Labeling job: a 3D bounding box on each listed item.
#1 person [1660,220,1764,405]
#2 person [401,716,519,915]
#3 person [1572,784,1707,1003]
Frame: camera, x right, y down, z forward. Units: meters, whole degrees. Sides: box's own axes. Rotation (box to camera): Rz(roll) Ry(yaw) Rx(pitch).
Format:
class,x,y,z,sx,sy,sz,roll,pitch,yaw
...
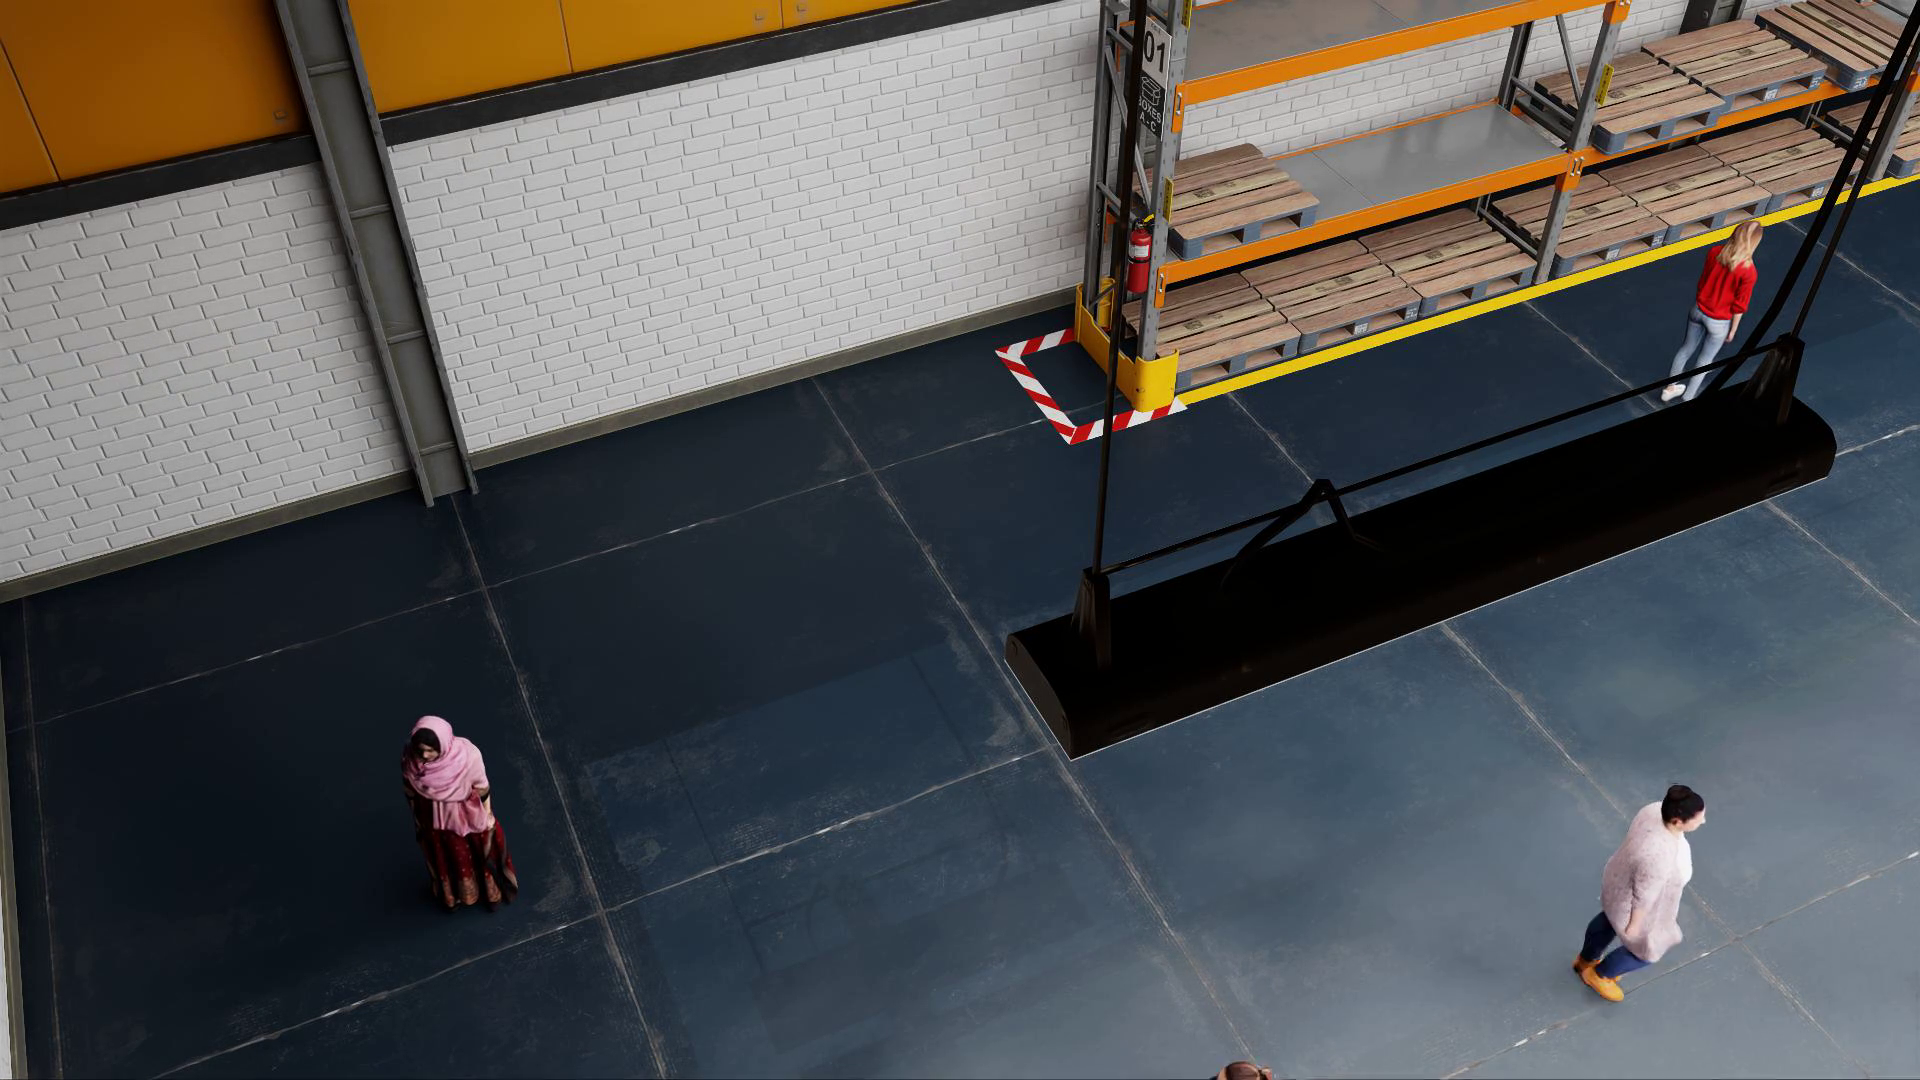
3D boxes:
class,x,y,z,sx,sy,sz,roll,pitch,yaw
person,5.789,-1.725,12.816,0.546,1.703,0.627,-23,48,-22
person,-2.876,1.538,9.444,0.680,1.630,0.810,-1,44,-1
person,3.590,1.883,9.003,0.907,1.738,0.851,13,45,14
